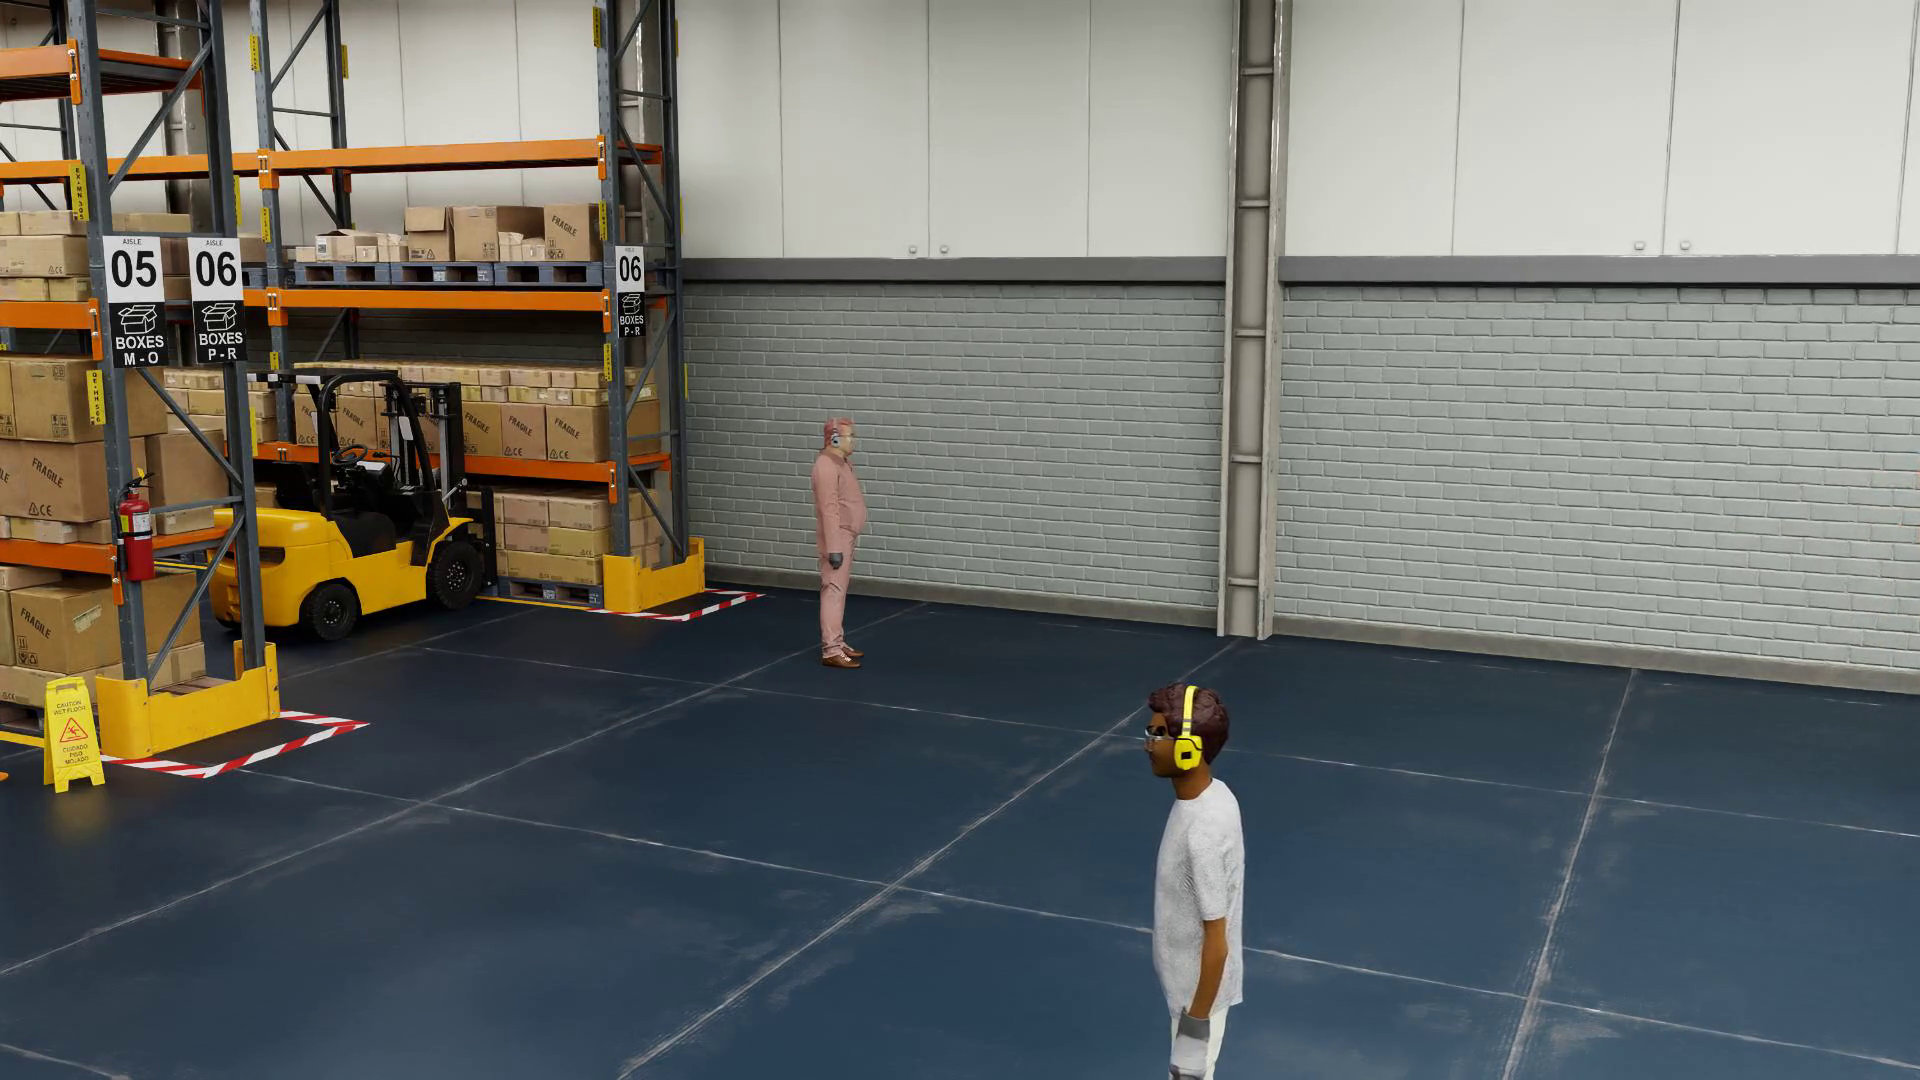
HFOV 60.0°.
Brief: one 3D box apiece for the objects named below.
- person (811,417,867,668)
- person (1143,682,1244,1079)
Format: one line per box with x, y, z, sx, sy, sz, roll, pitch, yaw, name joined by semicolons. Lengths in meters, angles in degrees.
-0.918;0.013;12.746;0.410;1.912;0.643;0;9;2;person
0.659;1.327;4.814;0.311;1.869;0.533;1;9;7;person
